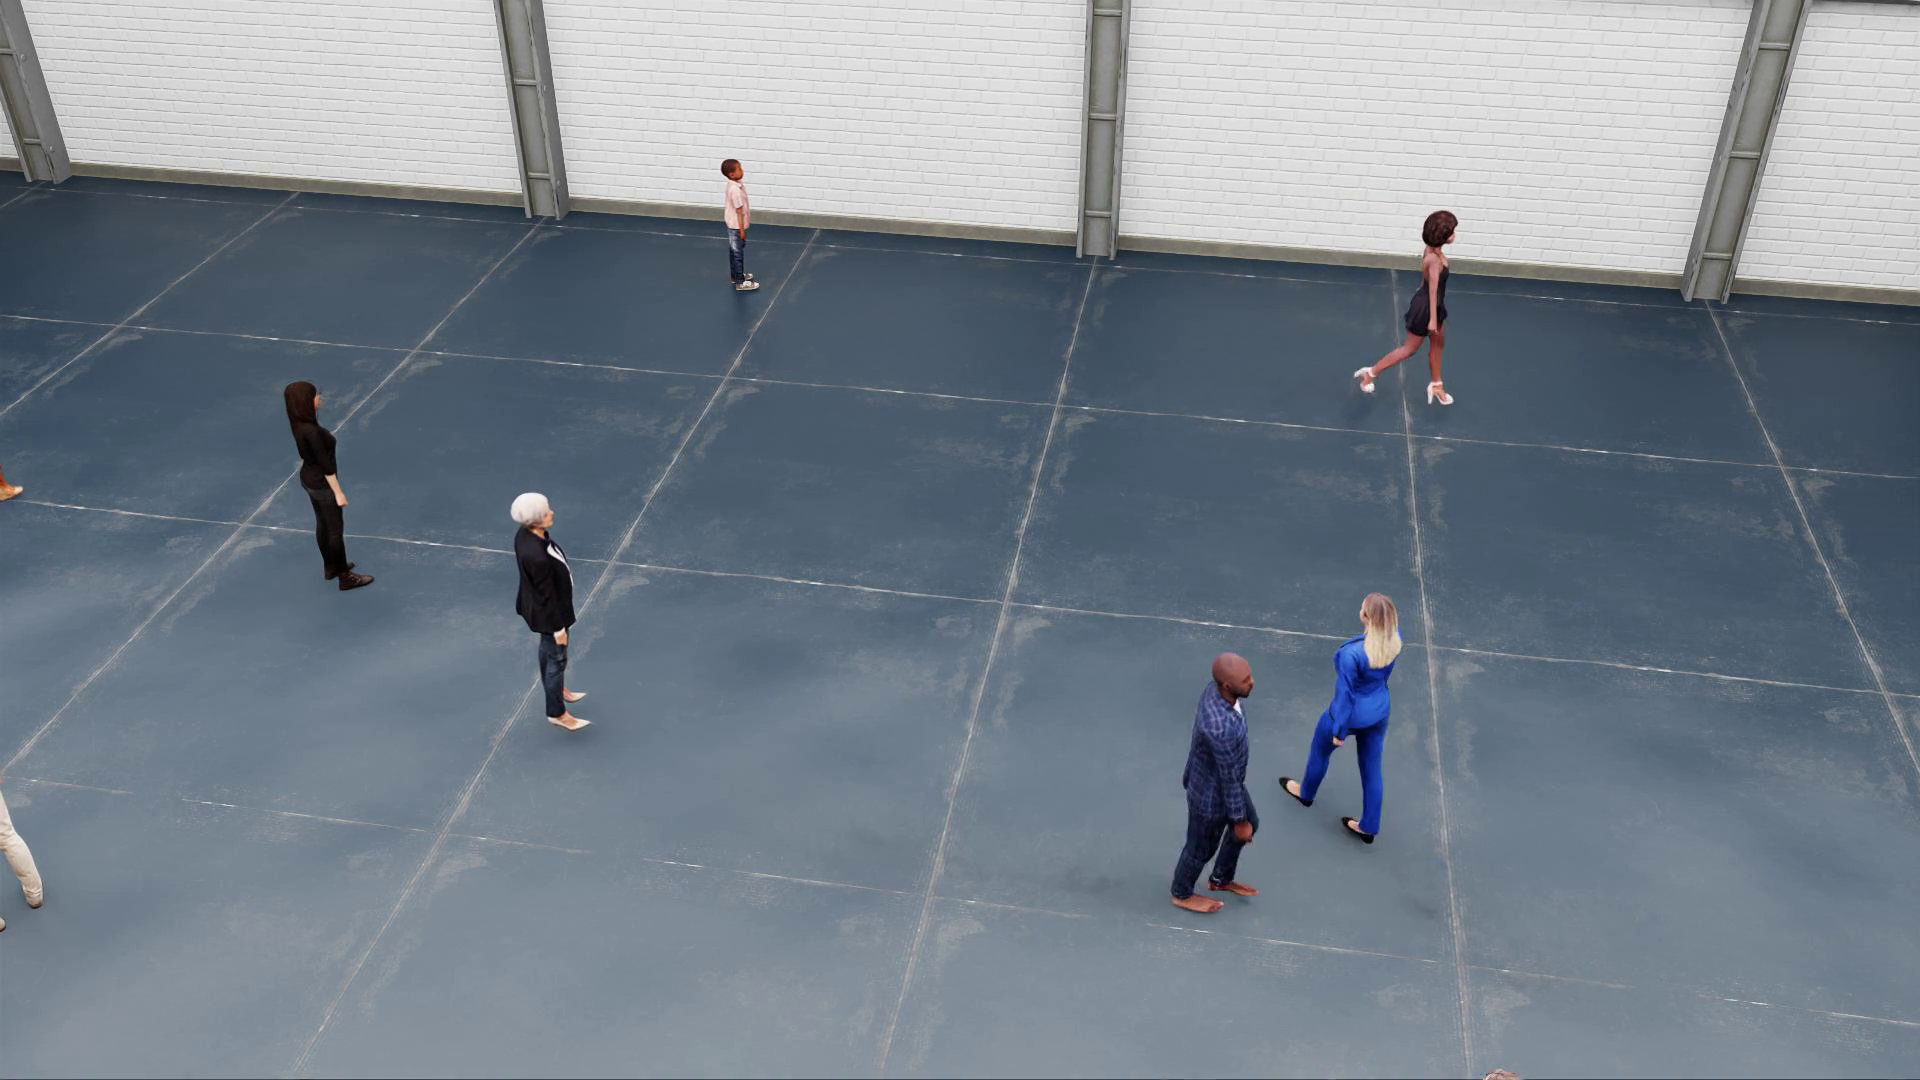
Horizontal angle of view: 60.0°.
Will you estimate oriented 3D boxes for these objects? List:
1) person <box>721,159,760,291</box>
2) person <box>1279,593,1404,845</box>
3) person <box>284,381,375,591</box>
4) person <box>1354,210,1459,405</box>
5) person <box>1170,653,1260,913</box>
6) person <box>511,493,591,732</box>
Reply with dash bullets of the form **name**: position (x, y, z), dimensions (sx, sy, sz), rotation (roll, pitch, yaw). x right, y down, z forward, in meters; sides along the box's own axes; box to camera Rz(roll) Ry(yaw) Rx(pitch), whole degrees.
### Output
- **person**: position (-2.183, -3.098, 16.248), dimensions (0.595, 1.307, 0.571), rotation (-10, 35, -15)
- **person**: position (2.377, 1.085, 9.621), dimensions (0.986, 1.676, 1.030), rotation (-19, 38, -26)
- **person**: position (-4.567, -0.394, 11.877), dimensions (0.700, 1.642, 0.613), rotation (-27, 42, -35)
- **person**: position (3.850, -1.924, 14.076), dimensions (1.093, 1.756, 0.611), rotation (8, 34, 12)
- **person**: position (1.325, 1.353, 9.103), dimensions (0.740, 1.803, 0.688), rotation (9, 35, 13)
- **person**: position (-2.565, 0.404, 10.410), dimensions (0.747, 1.780, 0.824), rotation (-10, 35, -15)
